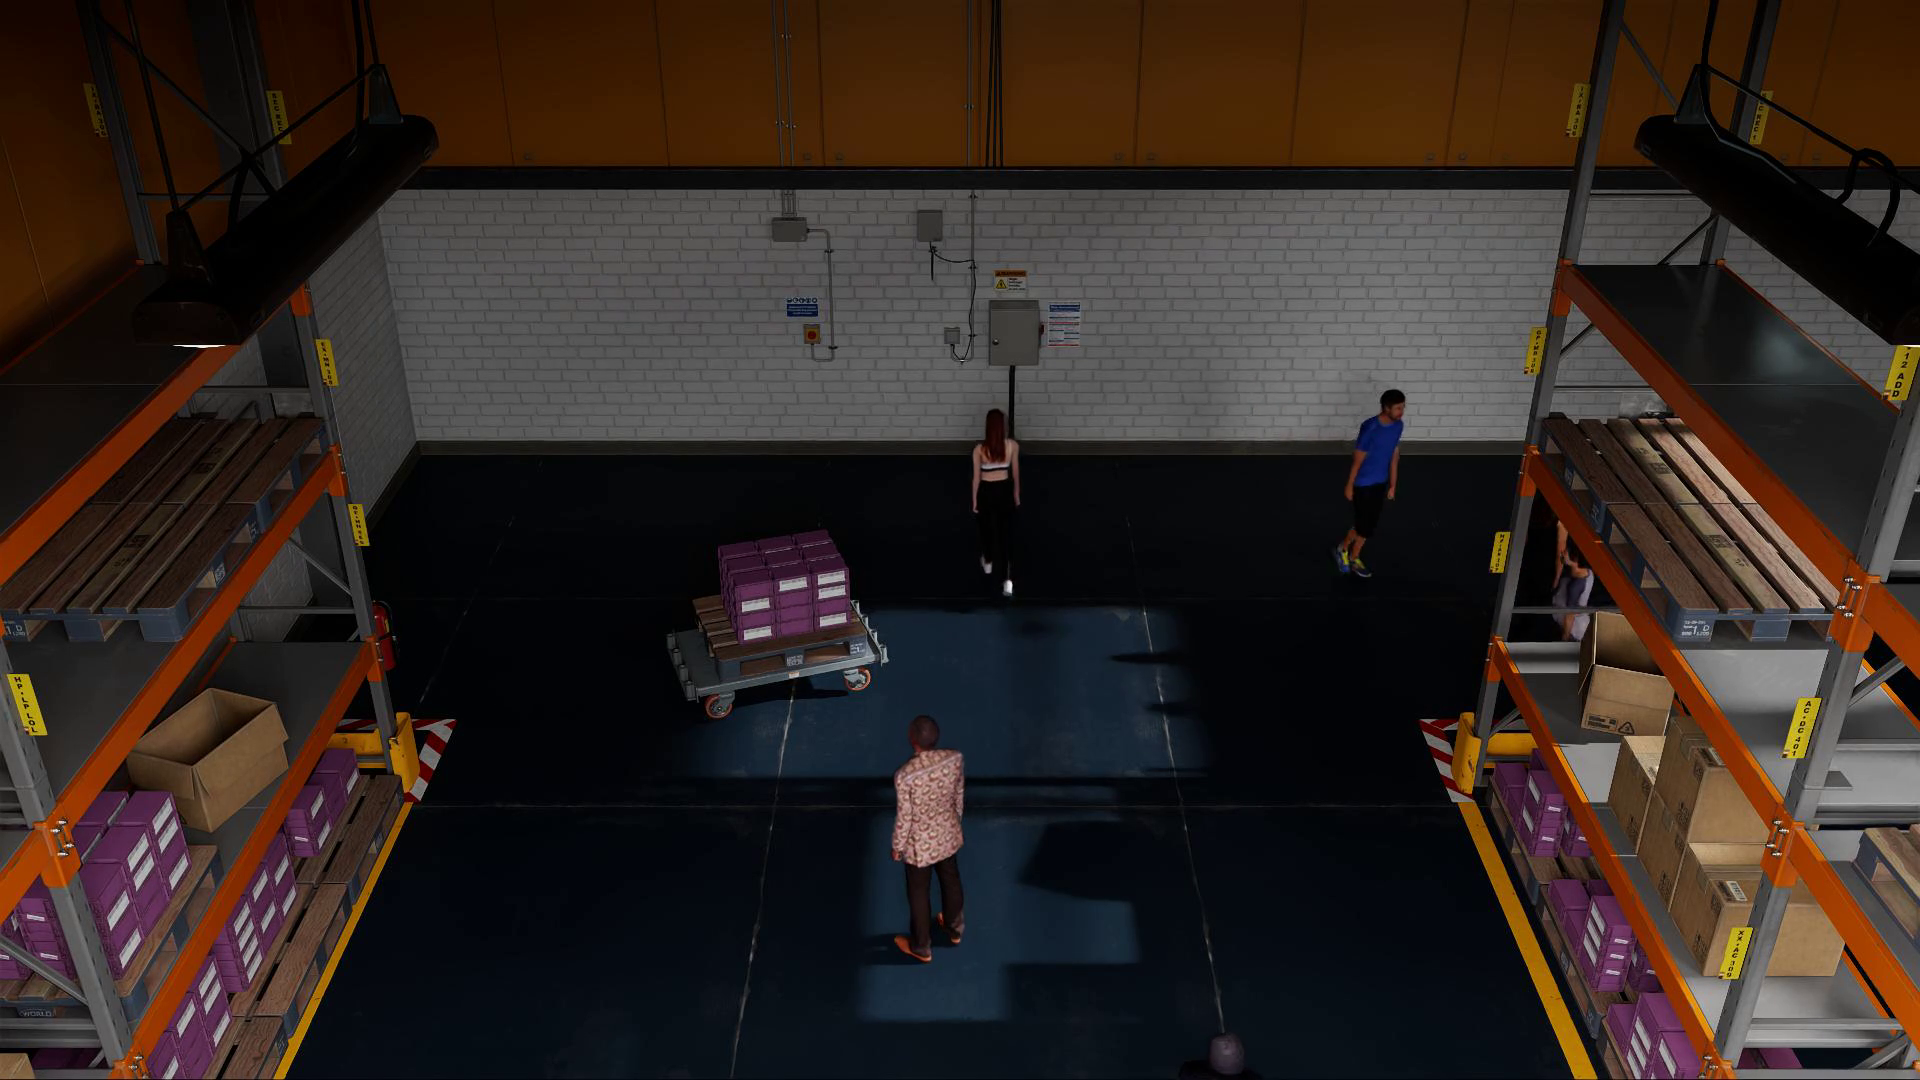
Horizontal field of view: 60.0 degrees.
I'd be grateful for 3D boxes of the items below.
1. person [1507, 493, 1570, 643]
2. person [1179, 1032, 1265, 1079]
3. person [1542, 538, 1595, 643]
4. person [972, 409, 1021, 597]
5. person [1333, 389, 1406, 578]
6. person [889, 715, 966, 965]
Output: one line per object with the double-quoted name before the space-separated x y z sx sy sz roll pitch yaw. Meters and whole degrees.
"person" 4.668 0.284 13.583 1.041 1.666 1.049 -20 35 -33
"person" 1.248 3.200 8.267 0.960 1.637 1.193 13 31 23
"person" 4.807 0.701 12.938 0.770 1.552 0.696 17 33 28
"person" 0.339 -0.302 14.613 0.706 1.708 1.164 -3 29 -6
"person" 3.602 -0.543 14.914 0.788 1.844 0.845 -15 32 -25
"person" -0.184 1.878 10.513 0.779 1.808 0.800 -19 34 -31
